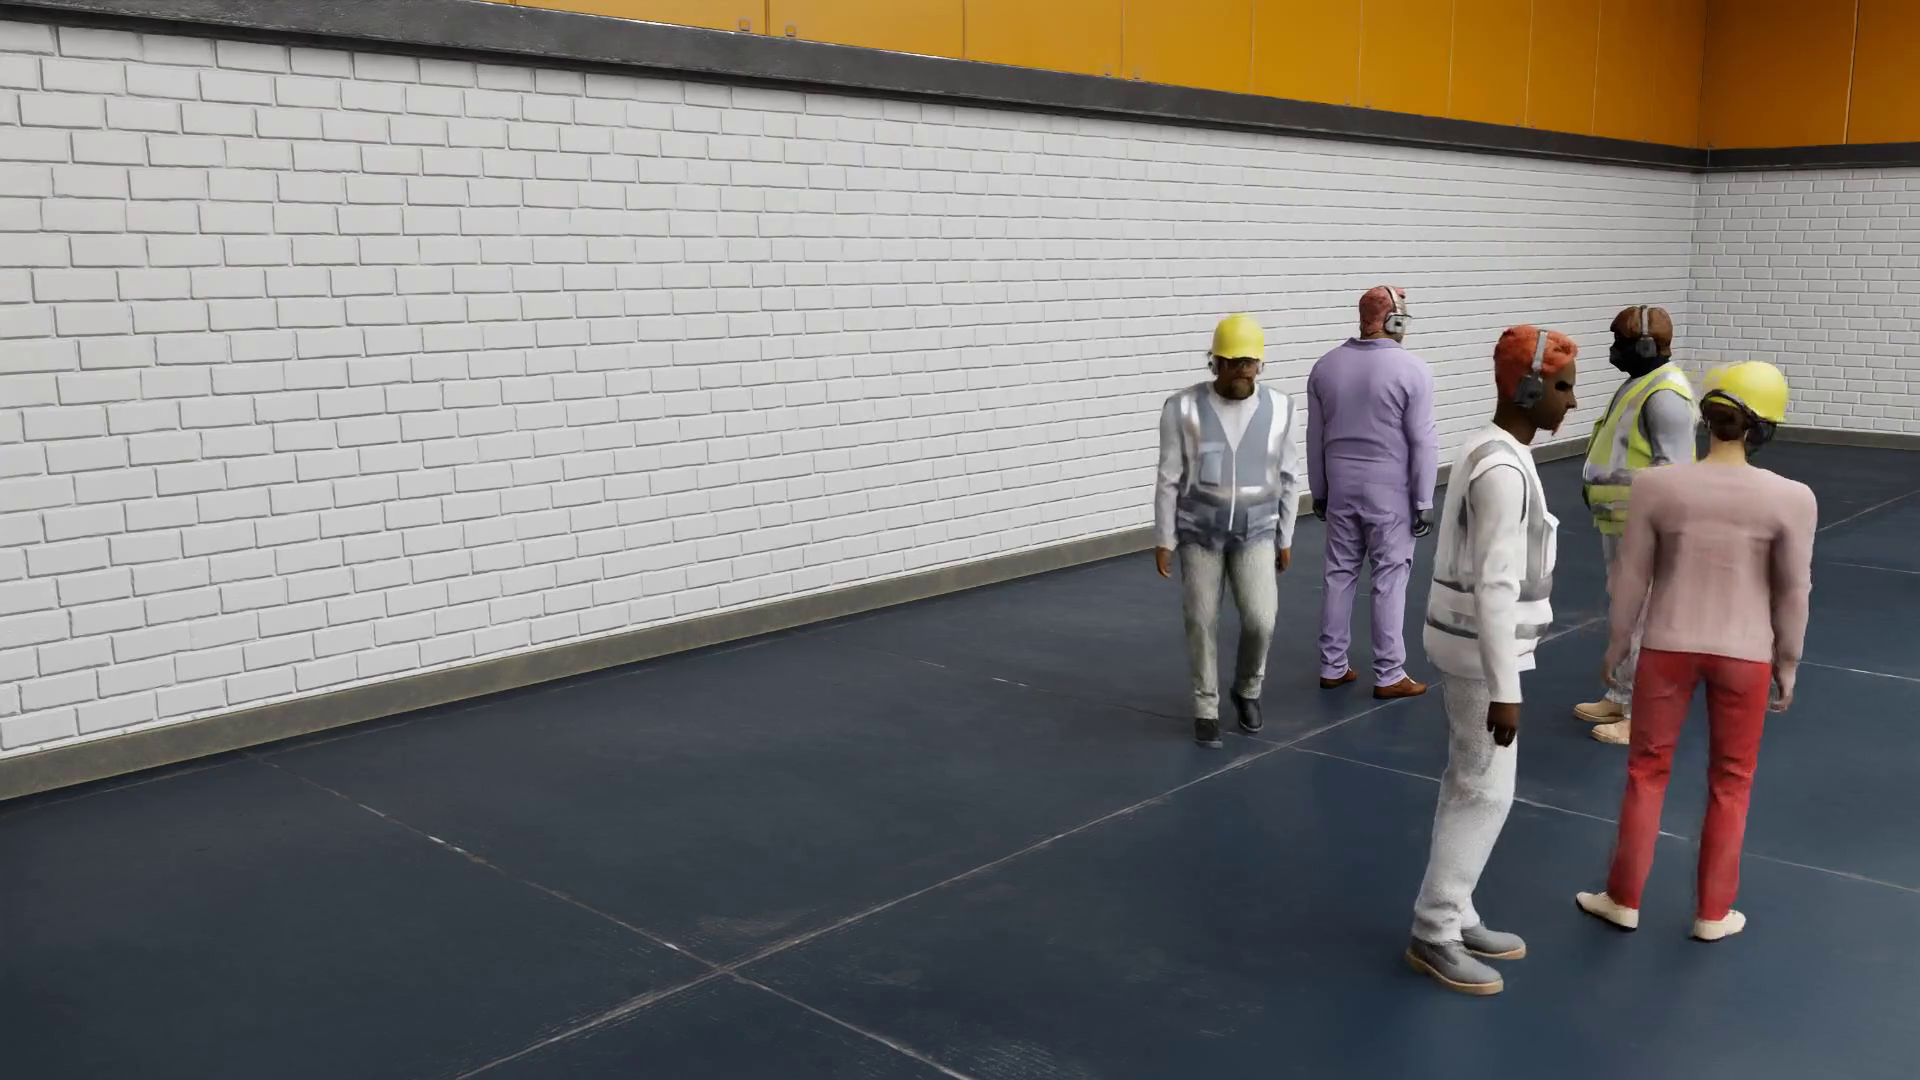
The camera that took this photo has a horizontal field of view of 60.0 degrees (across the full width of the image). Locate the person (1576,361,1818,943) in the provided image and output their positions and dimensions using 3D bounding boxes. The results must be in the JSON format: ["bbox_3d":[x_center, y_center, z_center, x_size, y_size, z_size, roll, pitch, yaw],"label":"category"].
[{"bbox_3d":[2.185,0.341,5.008,0.645,1.734,0.361,5,11,28],"label":"person"}]

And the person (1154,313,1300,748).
[{"bbox_3d":[1.103,-0.028,6.895,0.609,1.817,0.426,0,10,2],"label":"person"}]

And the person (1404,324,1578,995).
[{"bbox_3d":[1.488,0.334,4.688,0.373,1.875,0.589,3,10,15],"label":"person"}]

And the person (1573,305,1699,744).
[{"bbox_3d":[2.845,-0.064,7.020,0.429,1.839,0.634,2,10,9],"label":"person"}]

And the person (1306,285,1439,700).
[{"bbox_3d":[1.927,-0.221,7.723,0.406,1.904,0.654,-10,14,-44],"label":"person"}]
